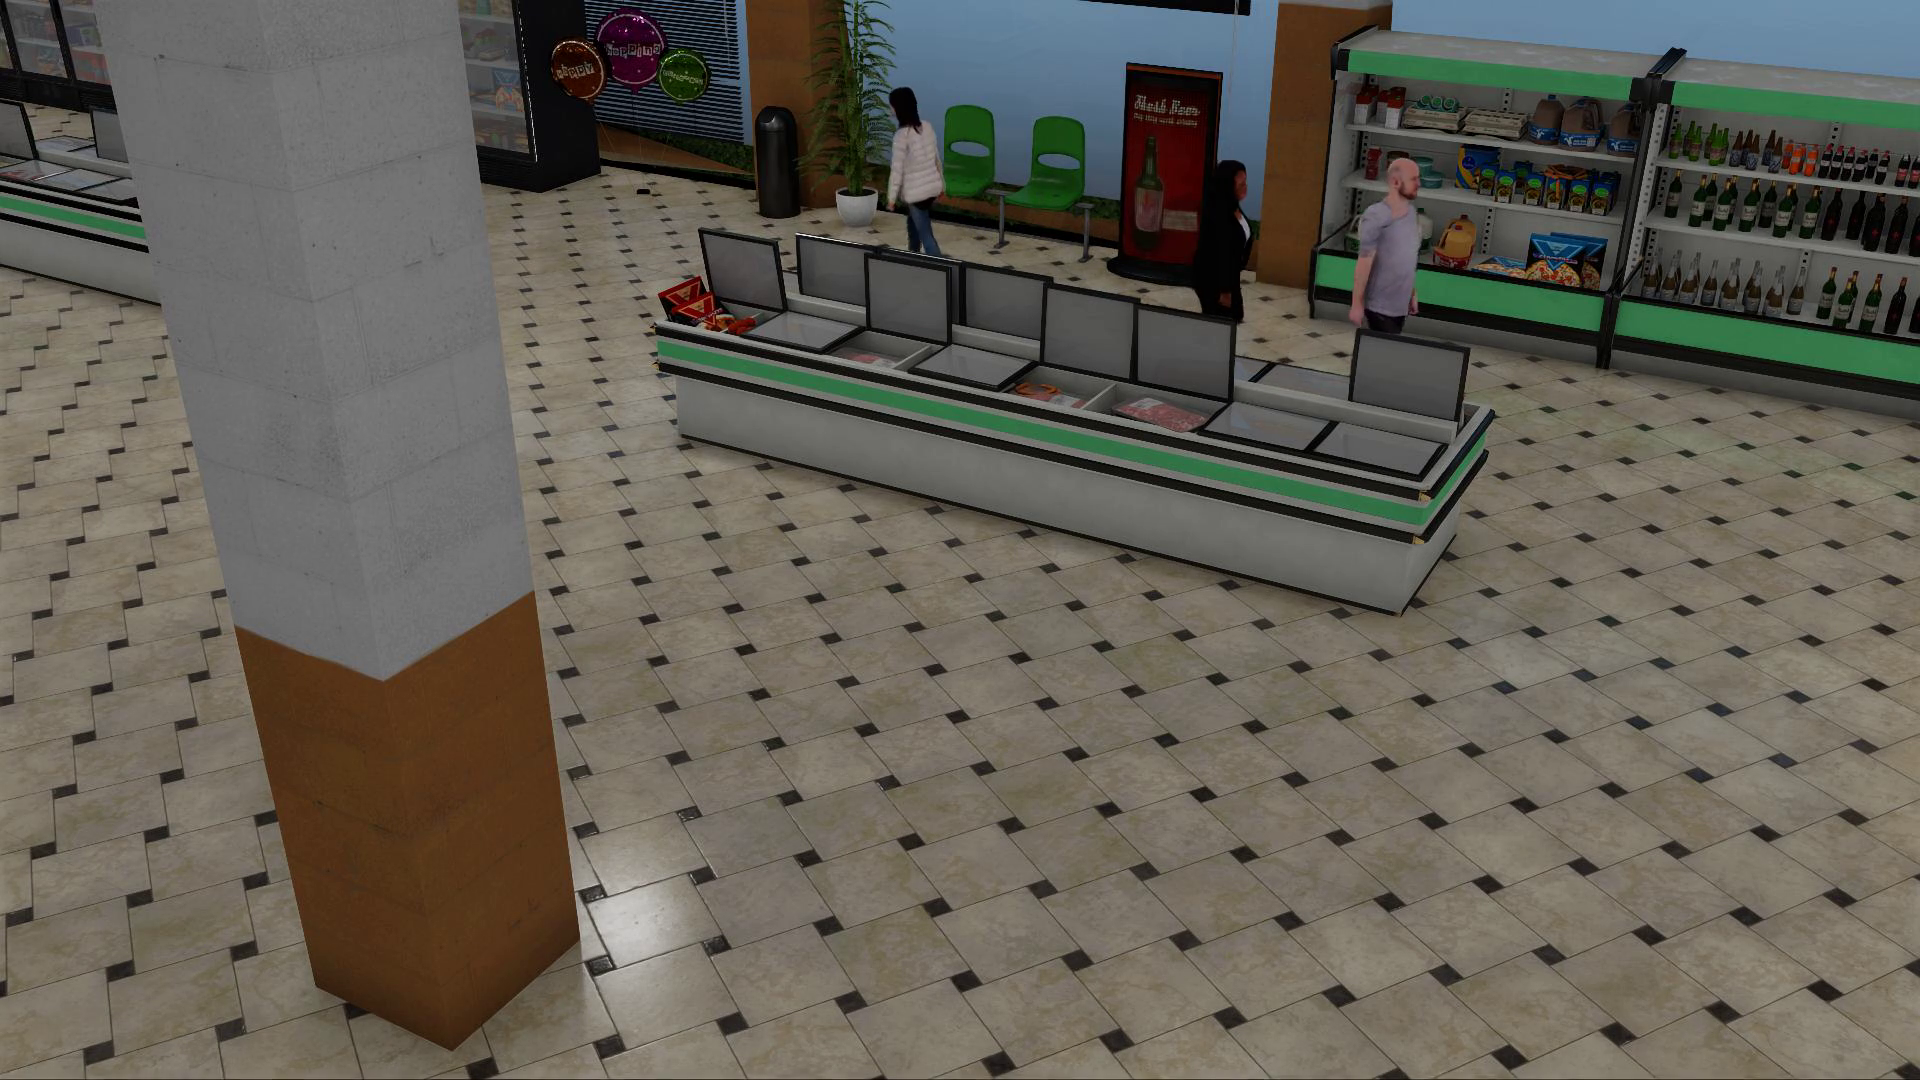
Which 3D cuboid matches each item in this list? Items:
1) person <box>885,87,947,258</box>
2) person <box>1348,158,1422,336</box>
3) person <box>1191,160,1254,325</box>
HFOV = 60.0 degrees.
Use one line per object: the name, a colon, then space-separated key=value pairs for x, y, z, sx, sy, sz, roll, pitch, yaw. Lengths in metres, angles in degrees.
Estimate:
person: x=-0.257 y=-2.767 z=13.244 sx=0.797 sy=1.604 sz=0.617 roll=17 pitch=32 yaw=30
person: x=2.622 y=-1.522 z=10.545 sx=0.766 sy=1.824 sz=0.772 roll=23 pitch=35 yaw=38
person: x=1.661 y=-1.769 z=11.276 sx=0.768 sy=1.604 sz=0.738 roll=6 pitch=28 yaw=12
